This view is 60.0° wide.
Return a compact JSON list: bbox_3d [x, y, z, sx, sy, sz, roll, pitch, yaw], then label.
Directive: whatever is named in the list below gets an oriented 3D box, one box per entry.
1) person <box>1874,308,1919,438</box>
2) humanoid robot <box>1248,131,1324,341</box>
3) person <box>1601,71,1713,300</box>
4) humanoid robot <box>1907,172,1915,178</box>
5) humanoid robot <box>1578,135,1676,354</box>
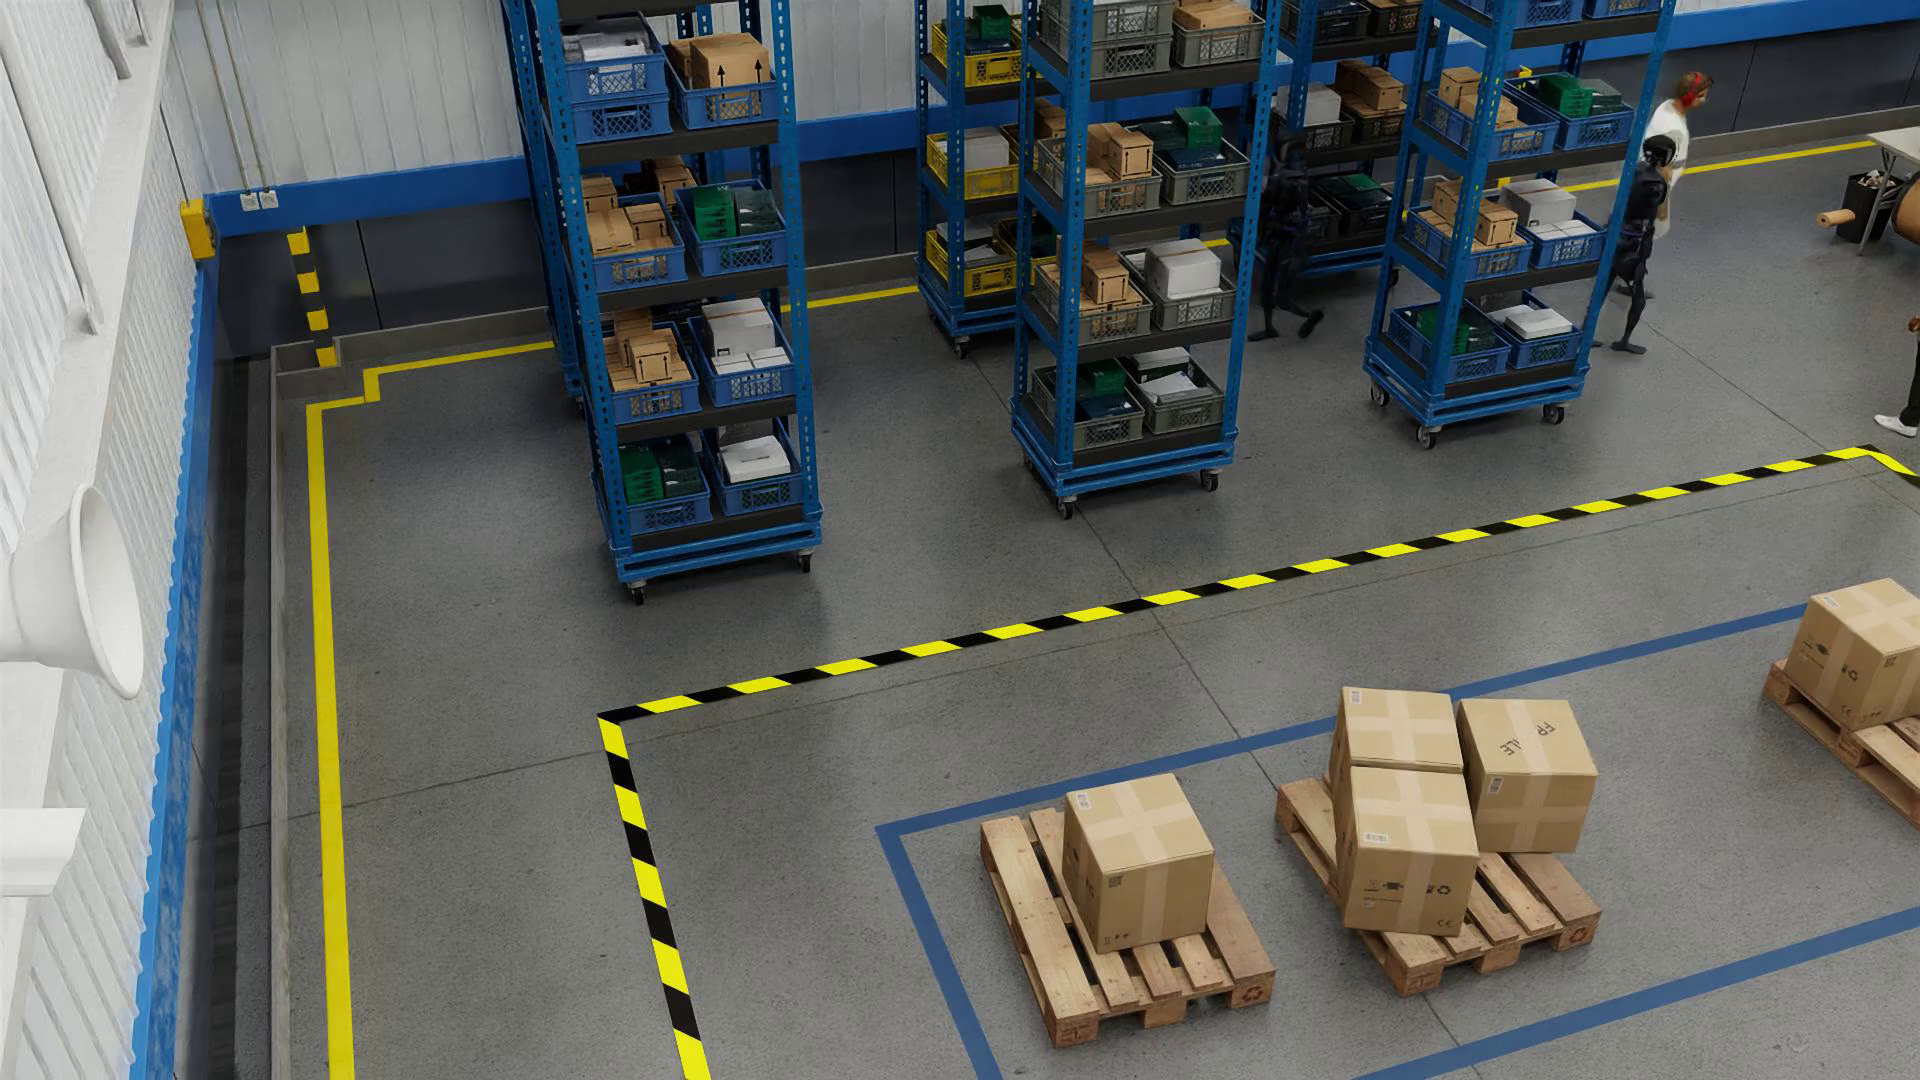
[{"bbox_3d":[6.467,-1.534,10.857,0.589,1.852,0.397,-11,37,-15],"label":"person"},{"bbox_3d":[2.393,-2.184,11.938,0.522,1.625,0.610,-12,37,-16],"label":"humanoid robot"},{"bbox_3d":[5.181,-2.631,12.444,0.457,1.813,0.573,13,37,17],"label":"person"},{"bbox_3d":[8.532,-3.776,14.128,0.769,1.756,0.568,4,35,6],"label":"humanoid robot"},{"bbox_3d":[4.762,-2.093,11.807,0.525,1.646,0.596,0,35,0],"label":"humanoid robot"}]
